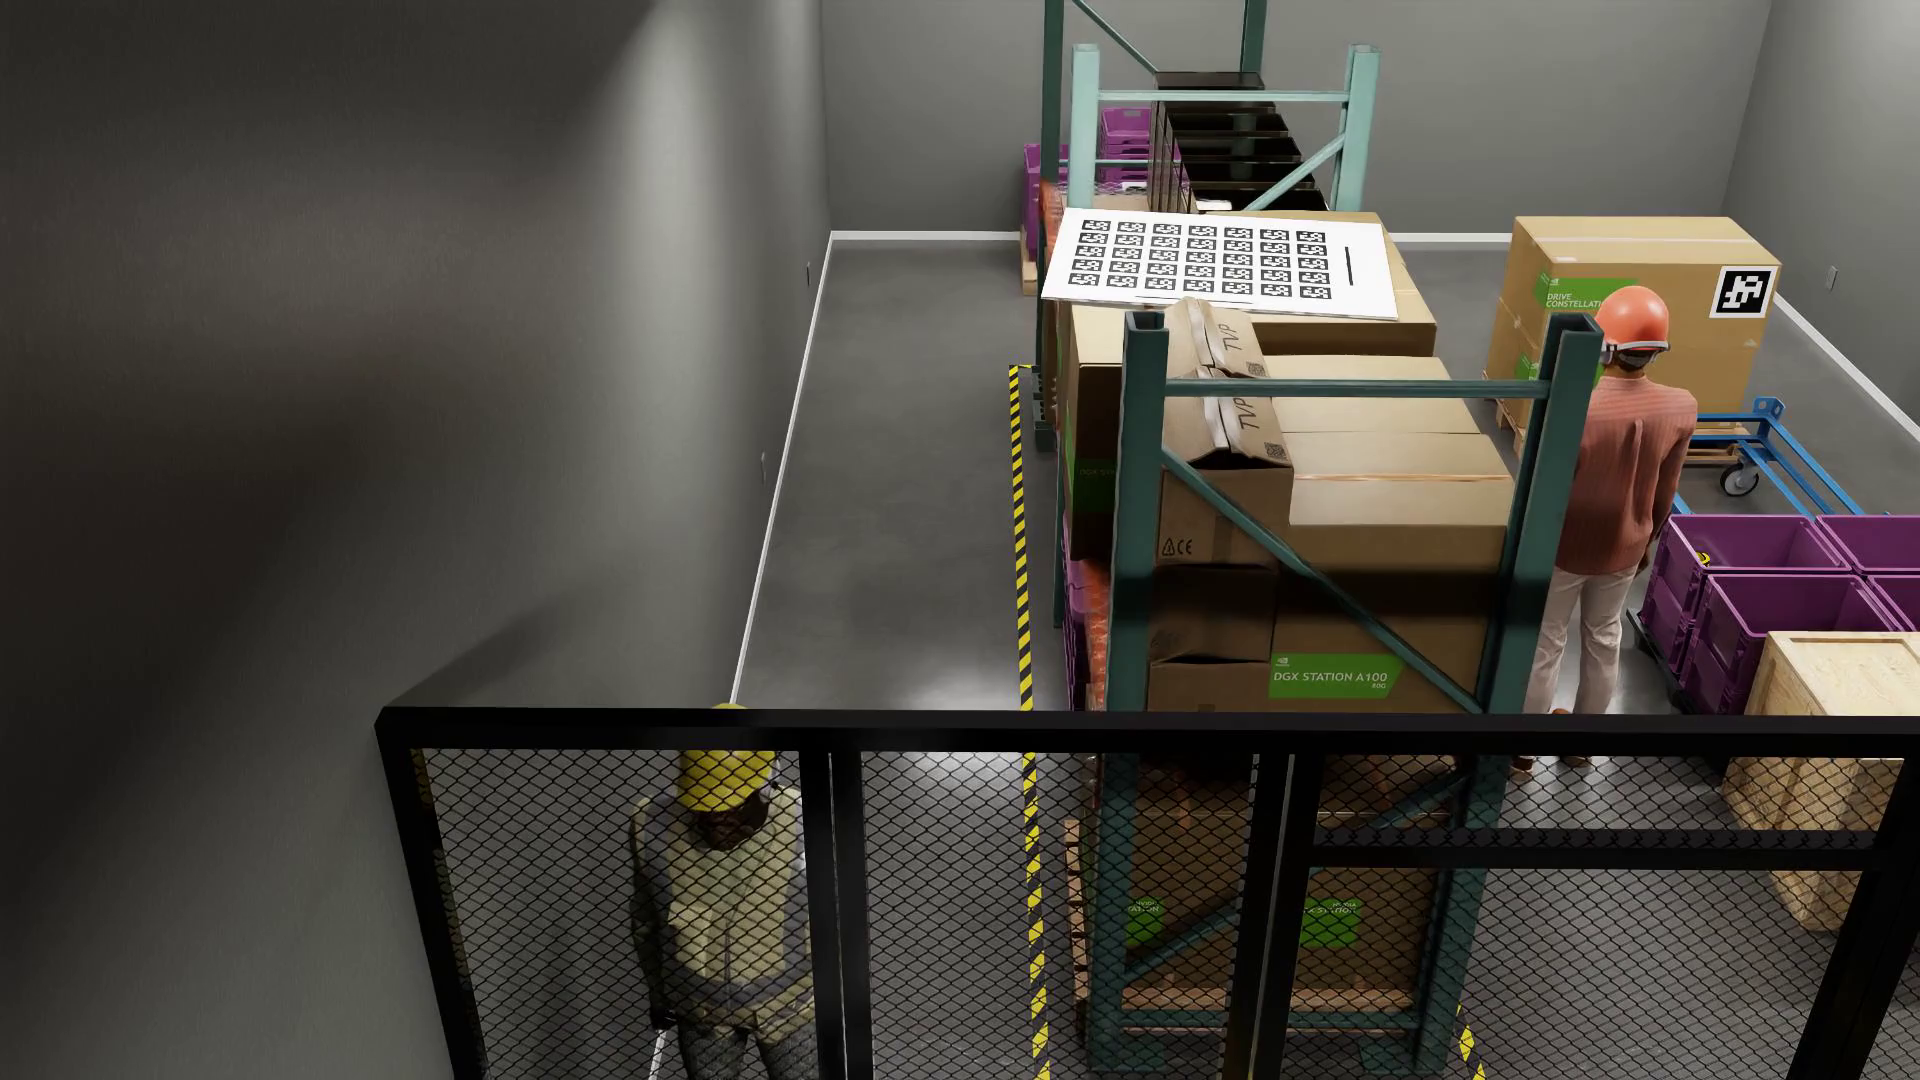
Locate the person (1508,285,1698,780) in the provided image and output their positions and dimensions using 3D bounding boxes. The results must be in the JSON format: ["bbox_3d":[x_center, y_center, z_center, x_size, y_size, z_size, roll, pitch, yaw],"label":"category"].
[{"bbox_3d":[2.309,0.009,6.147,0.611,1.995,0.380,-7,32,-12],"label":"person"}]

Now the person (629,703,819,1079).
[{"bbox_3d":[-0.554,1.176,4.361,0.591,1.834,0.404,2,31,3],"label":"person"}]
